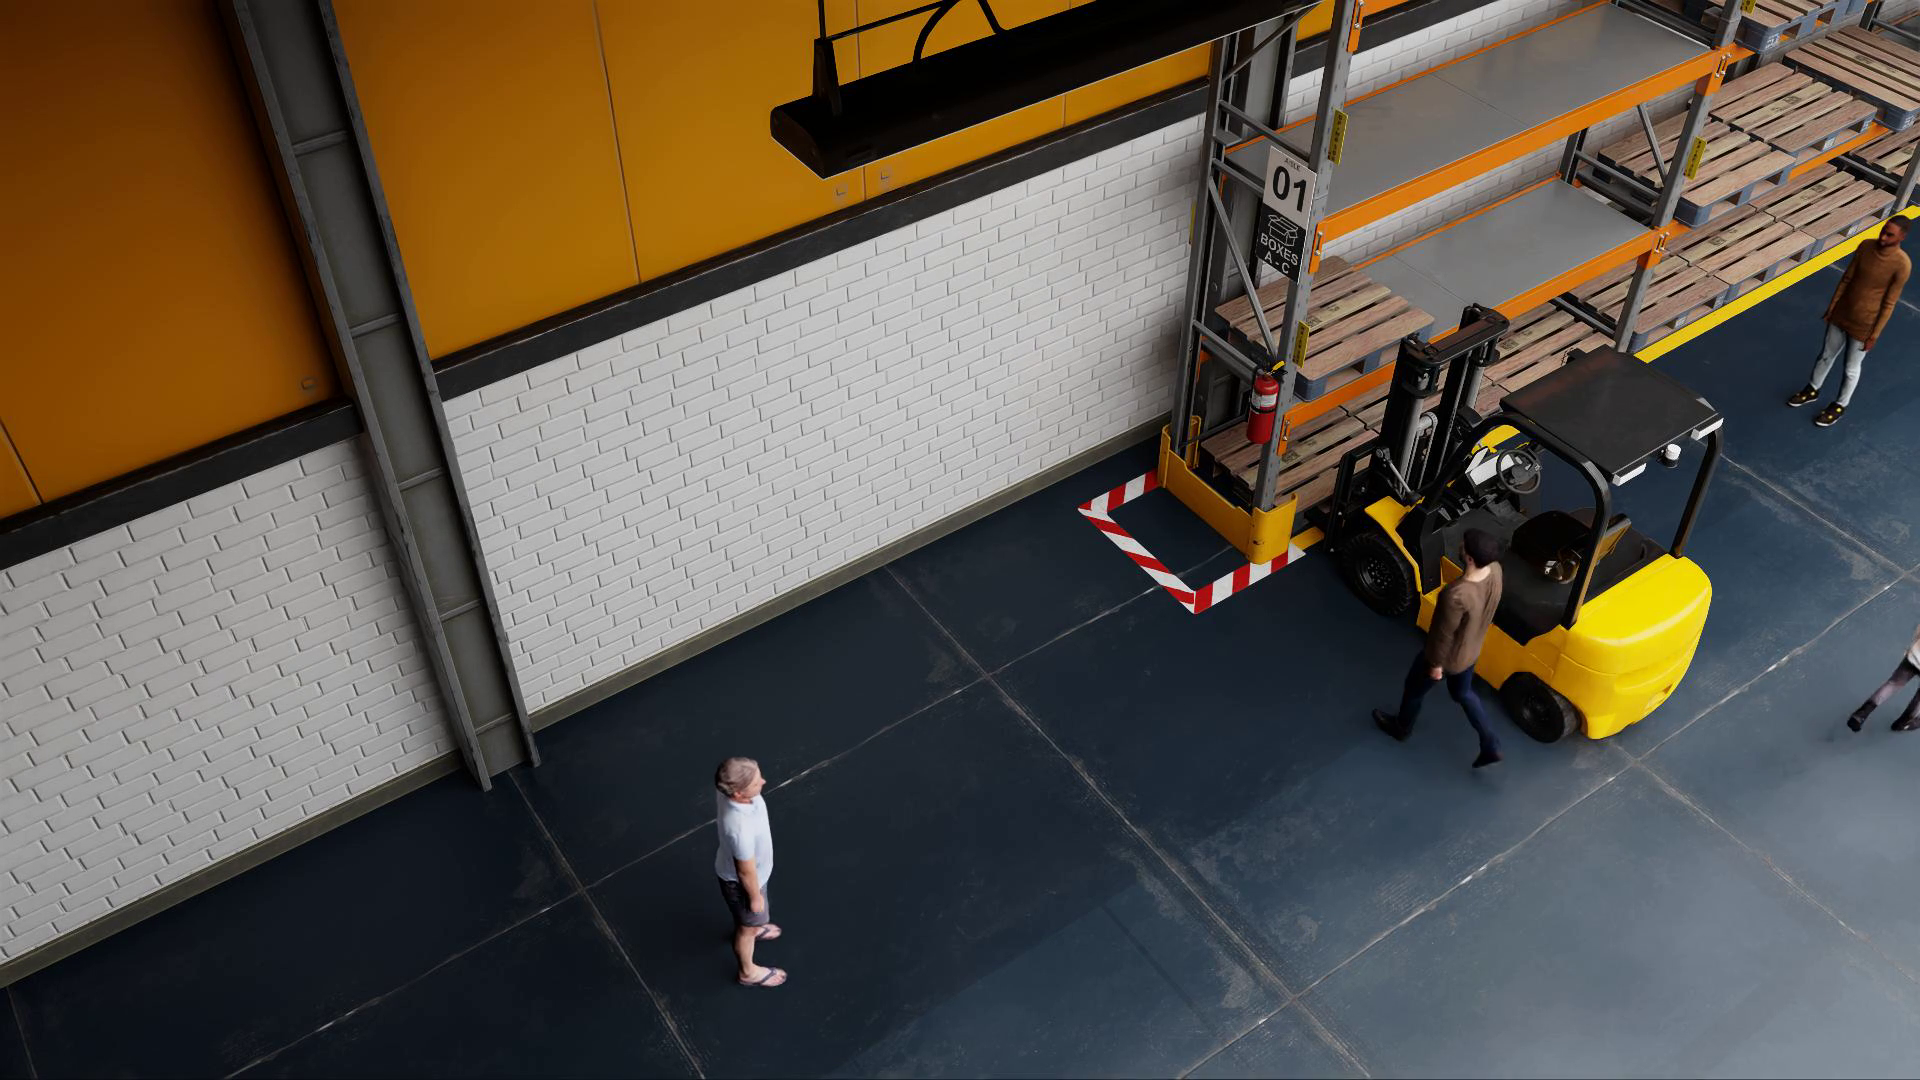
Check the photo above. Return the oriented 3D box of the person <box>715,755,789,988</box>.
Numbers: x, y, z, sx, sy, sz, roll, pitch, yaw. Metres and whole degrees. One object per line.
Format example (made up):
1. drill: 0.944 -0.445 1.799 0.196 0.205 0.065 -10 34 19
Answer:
1. person: -1.184 1.765 9.042 0.723 1.829 0.728 -5 44 -6

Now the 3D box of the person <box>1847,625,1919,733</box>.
1. person: 6.018 0.794 10.471 0.847 1.264 0.596 -15 46 -15

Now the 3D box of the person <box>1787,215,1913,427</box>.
1. person: 6.857 -1.695 12.685 0.553 1.815 0.637 -20 47 -20

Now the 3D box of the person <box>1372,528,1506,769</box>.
1. person: 3.077 0.706 10.130 1.075 1.863 0.803 -32 52 -29
